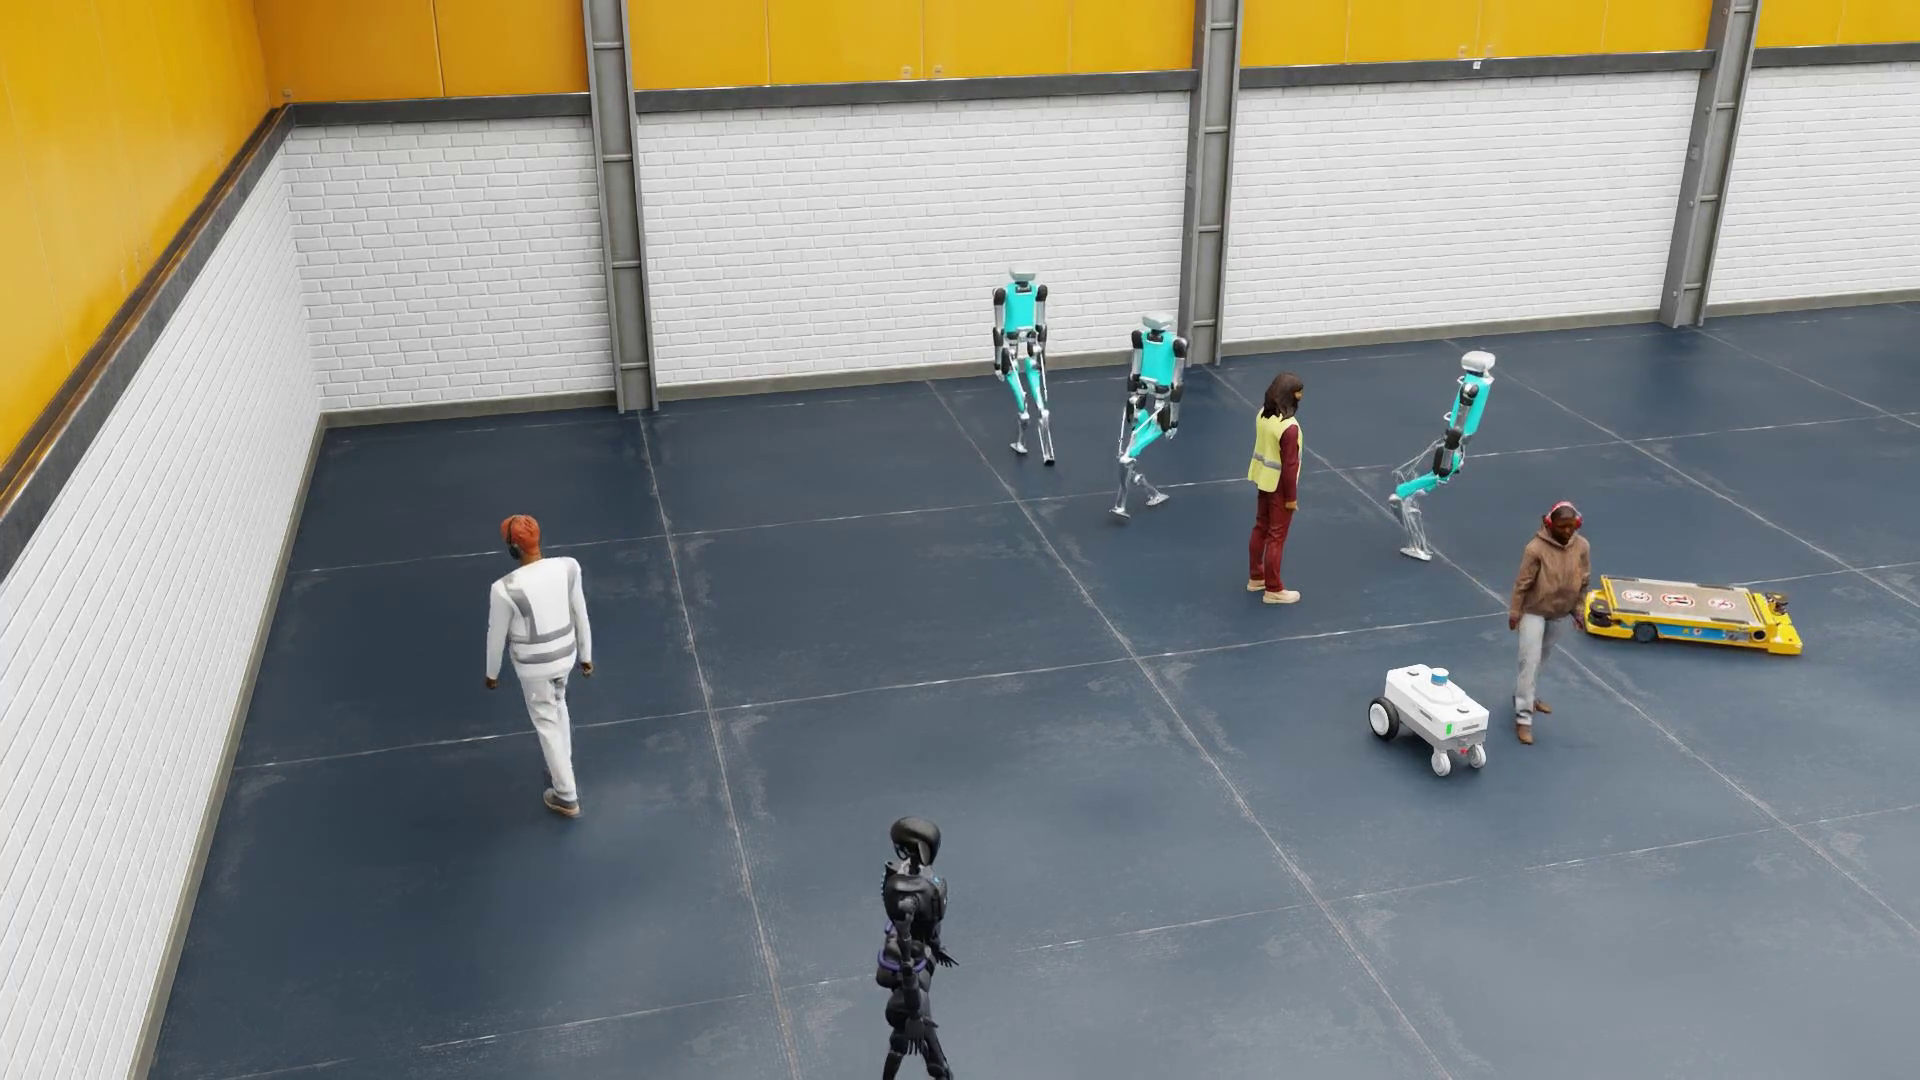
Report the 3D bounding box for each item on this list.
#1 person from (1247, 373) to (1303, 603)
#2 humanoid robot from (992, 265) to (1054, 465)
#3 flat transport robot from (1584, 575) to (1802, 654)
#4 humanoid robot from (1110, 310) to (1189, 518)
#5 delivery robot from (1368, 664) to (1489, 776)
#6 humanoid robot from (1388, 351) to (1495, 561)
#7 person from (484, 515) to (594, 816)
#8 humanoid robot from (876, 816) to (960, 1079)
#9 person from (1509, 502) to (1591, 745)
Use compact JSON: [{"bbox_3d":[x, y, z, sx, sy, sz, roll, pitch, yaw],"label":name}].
[{"bbox_3d":[2.346,-0.389,12.375,0.378,1.775,0.466,-8,25,-17],"label":"person"},{"bbox_3d":[0.647,-1.504,15.075,0.544,1.876,0.826,-10,26,-21],"label":"humanoid robot"},{"bbox_3d":[5.304,0.542,12.128,1.431,0.231,0.659,5,24,12],"label":"flat transport robot"},{"bbox_3d":[1.440,-0.962,13.792,0.532,1.775,1.016,19,30,37],"label":"humanoid robot"},{"bbox_3d":[2.990,1.092,10.549,0.499,0.614,0.791,-9,25,-19],"label":"delivery robot"},{"bbox_3d":[3.688,-0.622,13.040,0.786,1.830,0.532,13,27,27],"label":"humanoid robot"},{"bbox_3d":[-2.503,0.707,9.780,0.708,1.856,0.578,19,30,37],"label":"person"},{"bbox_3d":[-0.132,1.904,7.306,0.637,1.641,0.587,3,24,7],"label":"humanoid robot"},{"bbox_3d":[3.739,0.467,10.629,0.475,1.615,0.593,-5,24,-11],"label":"person"}]
